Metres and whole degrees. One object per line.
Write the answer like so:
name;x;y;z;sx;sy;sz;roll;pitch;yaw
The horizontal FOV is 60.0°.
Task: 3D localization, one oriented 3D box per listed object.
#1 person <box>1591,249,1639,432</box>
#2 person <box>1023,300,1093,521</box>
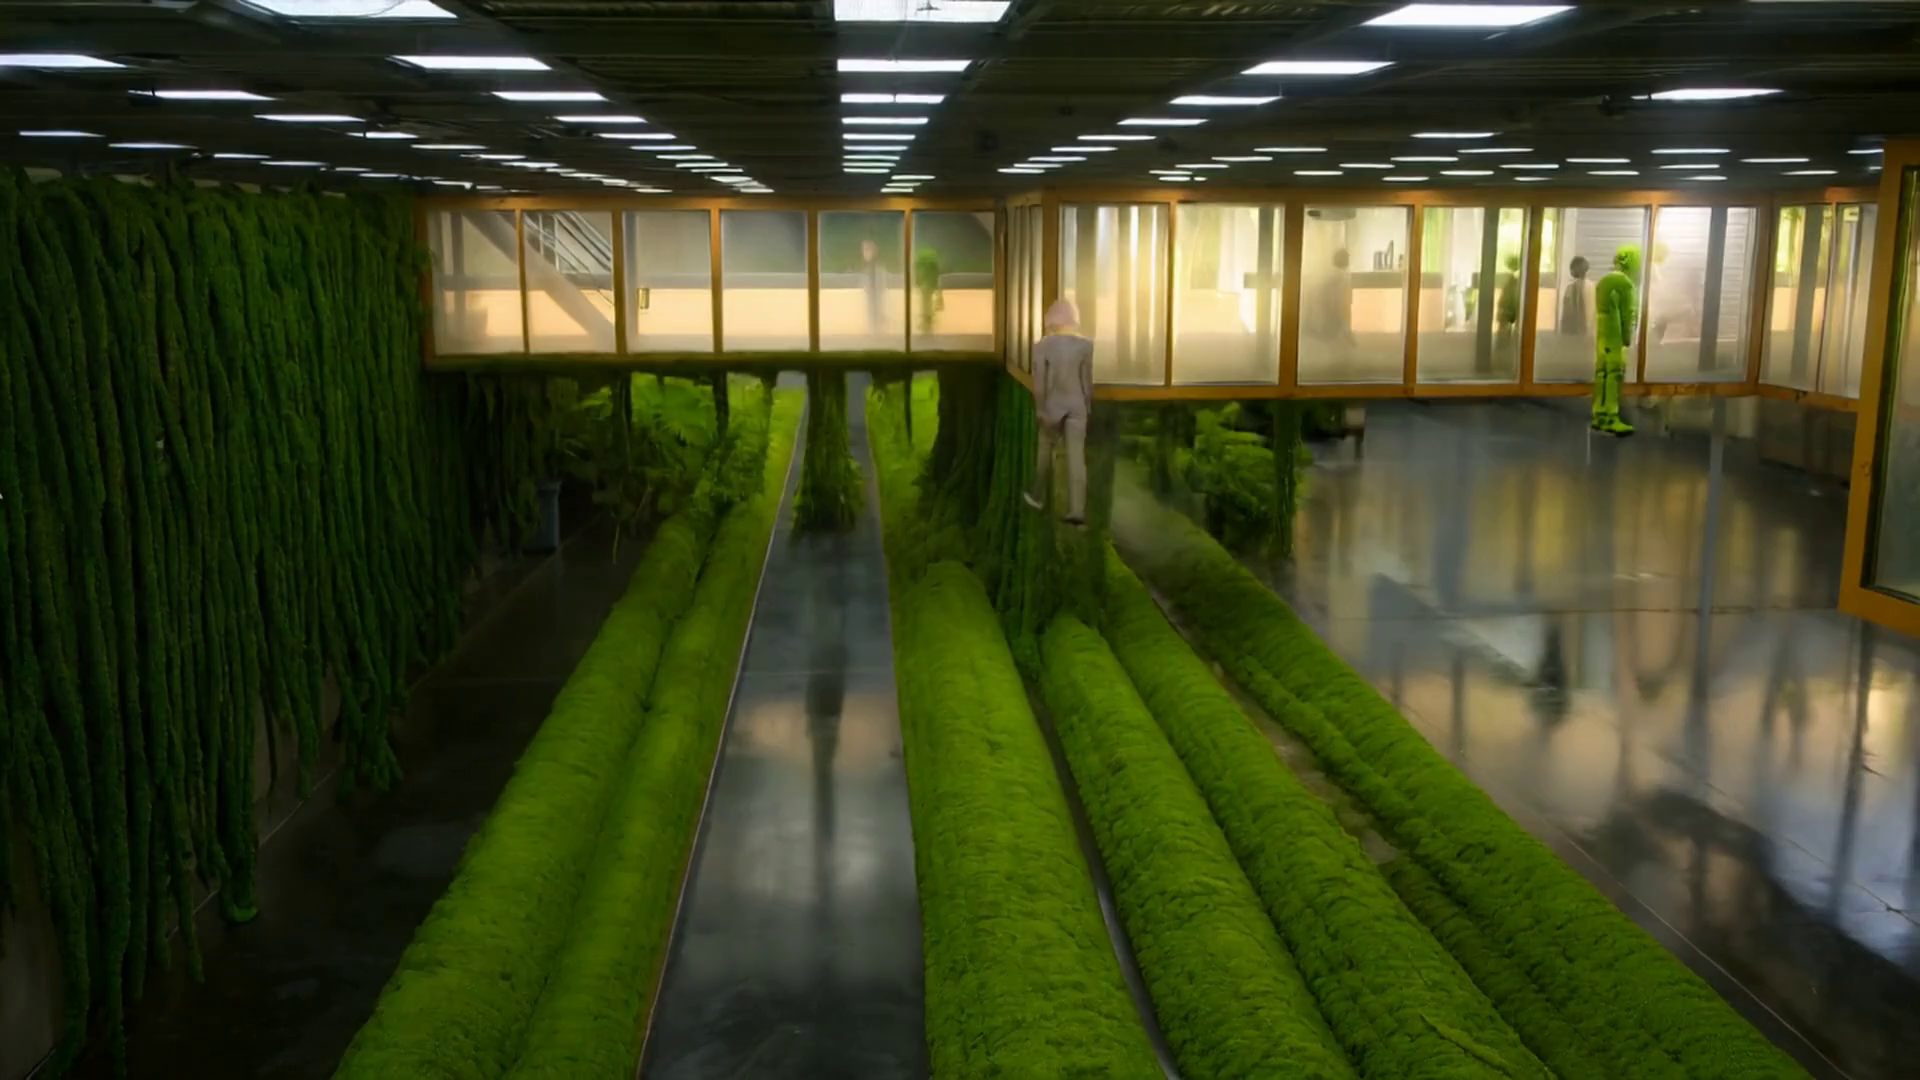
person;6.902;-2.090;17.468;0.406;1.904;0.641;-1;11;-3
person;0.737;-0.956;12.193;0.518;1.579;0.868;-4;11;-21
